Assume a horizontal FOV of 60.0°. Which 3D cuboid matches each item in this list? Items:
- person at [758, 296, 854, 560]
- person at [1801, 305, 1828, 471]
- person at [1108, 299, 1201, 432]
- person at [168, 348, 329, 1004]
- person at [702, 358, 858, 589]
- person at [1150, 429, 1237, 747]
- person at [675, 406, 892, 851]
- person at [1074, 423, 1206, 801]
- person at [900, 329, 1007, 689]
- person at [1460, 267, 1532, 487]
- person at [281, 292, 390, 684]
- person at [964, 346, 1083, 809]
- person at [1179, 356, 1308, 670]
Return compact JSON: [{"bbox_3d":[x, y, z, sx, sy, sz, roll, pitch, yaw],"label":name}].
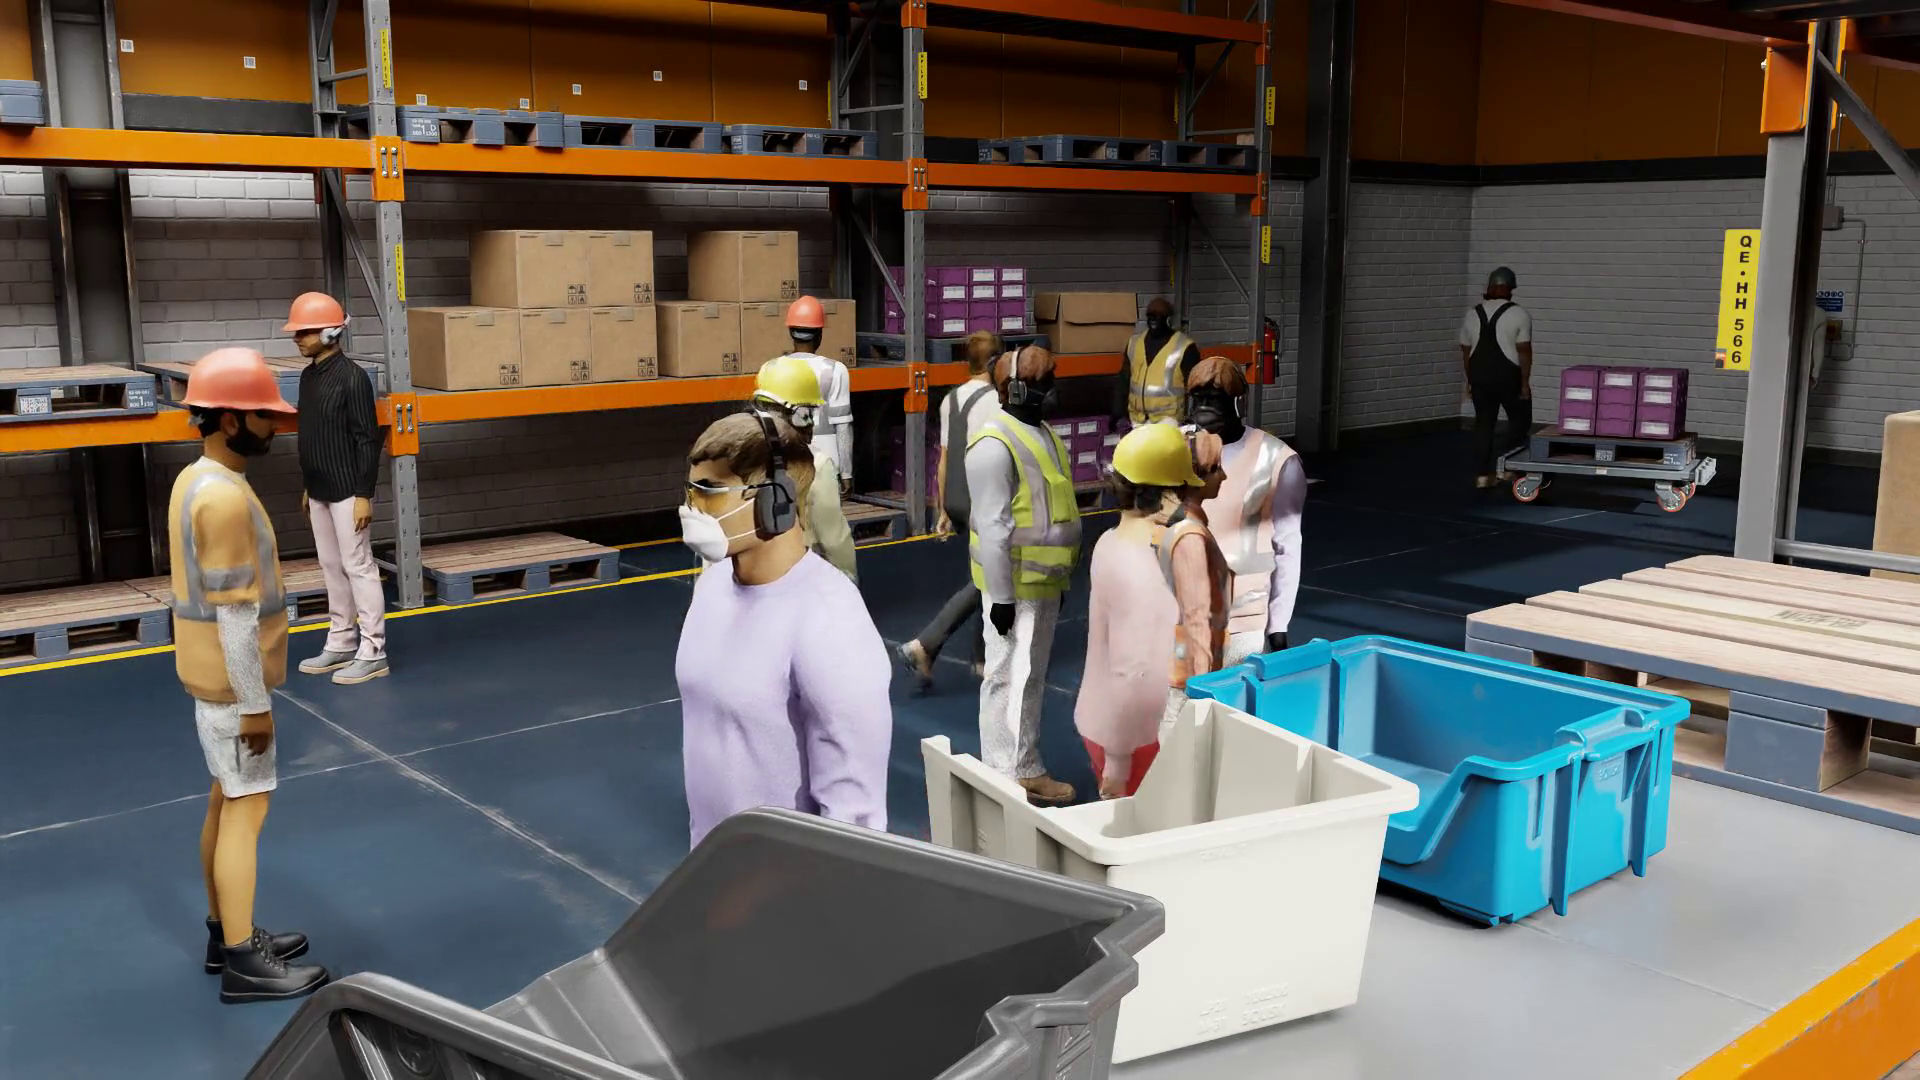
[{"bbox_3d":[-0.870,-0.424,9.550,0.552,1.937,0.356,2,10,10],"label":"person"},{"bbox_3d":[8.133,-1.636,16.340,0.629,1.940,0.372,2,10,10],"label":"person"},{"bbox_3d":[1.450,-0.937,12.809,0.633,1.808,0.821,8,13,37],"label":"person"},{"bbox_3d":[-2.120,0.399,4.954,0.378,1.932,0.551,-6,12,-30],"label":"person"},{"bbox_3d":[-0.646,0.190,6.525,0.605,1.785,0.896,8,13,39],"label":"person"},{"bbox_3d":[0.731,0.455,5.462,0.311,1.642,0.513,-1,10,-5],"label":"person"},{"bbox_3d":[-0.362,0.713,3.186,0.372,1.940,0.629,-7,12,-34],"label":"person"},{"bbox_3d":[0.386,0.539,4.692,0.601,1.747,0.530,0,10,-3],"label":"person"},{"bbox_3d":[0.014,-0.142,8.322,0.771,1.818,0.519,-8,13,-38],"label":"person"},{"bbox_3d":[4.928,-1.486,15.212,0.535,2.000,0.709,-9,14,-42],"label":"person"},{"bbox_3d":[-3.196,-0.260,8.483,0.623,1.989,0.400,9,13,41],"label":"person"},{"bbox_3d":[0.261,0.171,6.484,0.429,1.847,0.627,4,11,22],"label":"person"},{"bbox_3d":[0.892,0.271,5.931,0.625,1.844,0.429,5,11,24],"label":"person"}]
